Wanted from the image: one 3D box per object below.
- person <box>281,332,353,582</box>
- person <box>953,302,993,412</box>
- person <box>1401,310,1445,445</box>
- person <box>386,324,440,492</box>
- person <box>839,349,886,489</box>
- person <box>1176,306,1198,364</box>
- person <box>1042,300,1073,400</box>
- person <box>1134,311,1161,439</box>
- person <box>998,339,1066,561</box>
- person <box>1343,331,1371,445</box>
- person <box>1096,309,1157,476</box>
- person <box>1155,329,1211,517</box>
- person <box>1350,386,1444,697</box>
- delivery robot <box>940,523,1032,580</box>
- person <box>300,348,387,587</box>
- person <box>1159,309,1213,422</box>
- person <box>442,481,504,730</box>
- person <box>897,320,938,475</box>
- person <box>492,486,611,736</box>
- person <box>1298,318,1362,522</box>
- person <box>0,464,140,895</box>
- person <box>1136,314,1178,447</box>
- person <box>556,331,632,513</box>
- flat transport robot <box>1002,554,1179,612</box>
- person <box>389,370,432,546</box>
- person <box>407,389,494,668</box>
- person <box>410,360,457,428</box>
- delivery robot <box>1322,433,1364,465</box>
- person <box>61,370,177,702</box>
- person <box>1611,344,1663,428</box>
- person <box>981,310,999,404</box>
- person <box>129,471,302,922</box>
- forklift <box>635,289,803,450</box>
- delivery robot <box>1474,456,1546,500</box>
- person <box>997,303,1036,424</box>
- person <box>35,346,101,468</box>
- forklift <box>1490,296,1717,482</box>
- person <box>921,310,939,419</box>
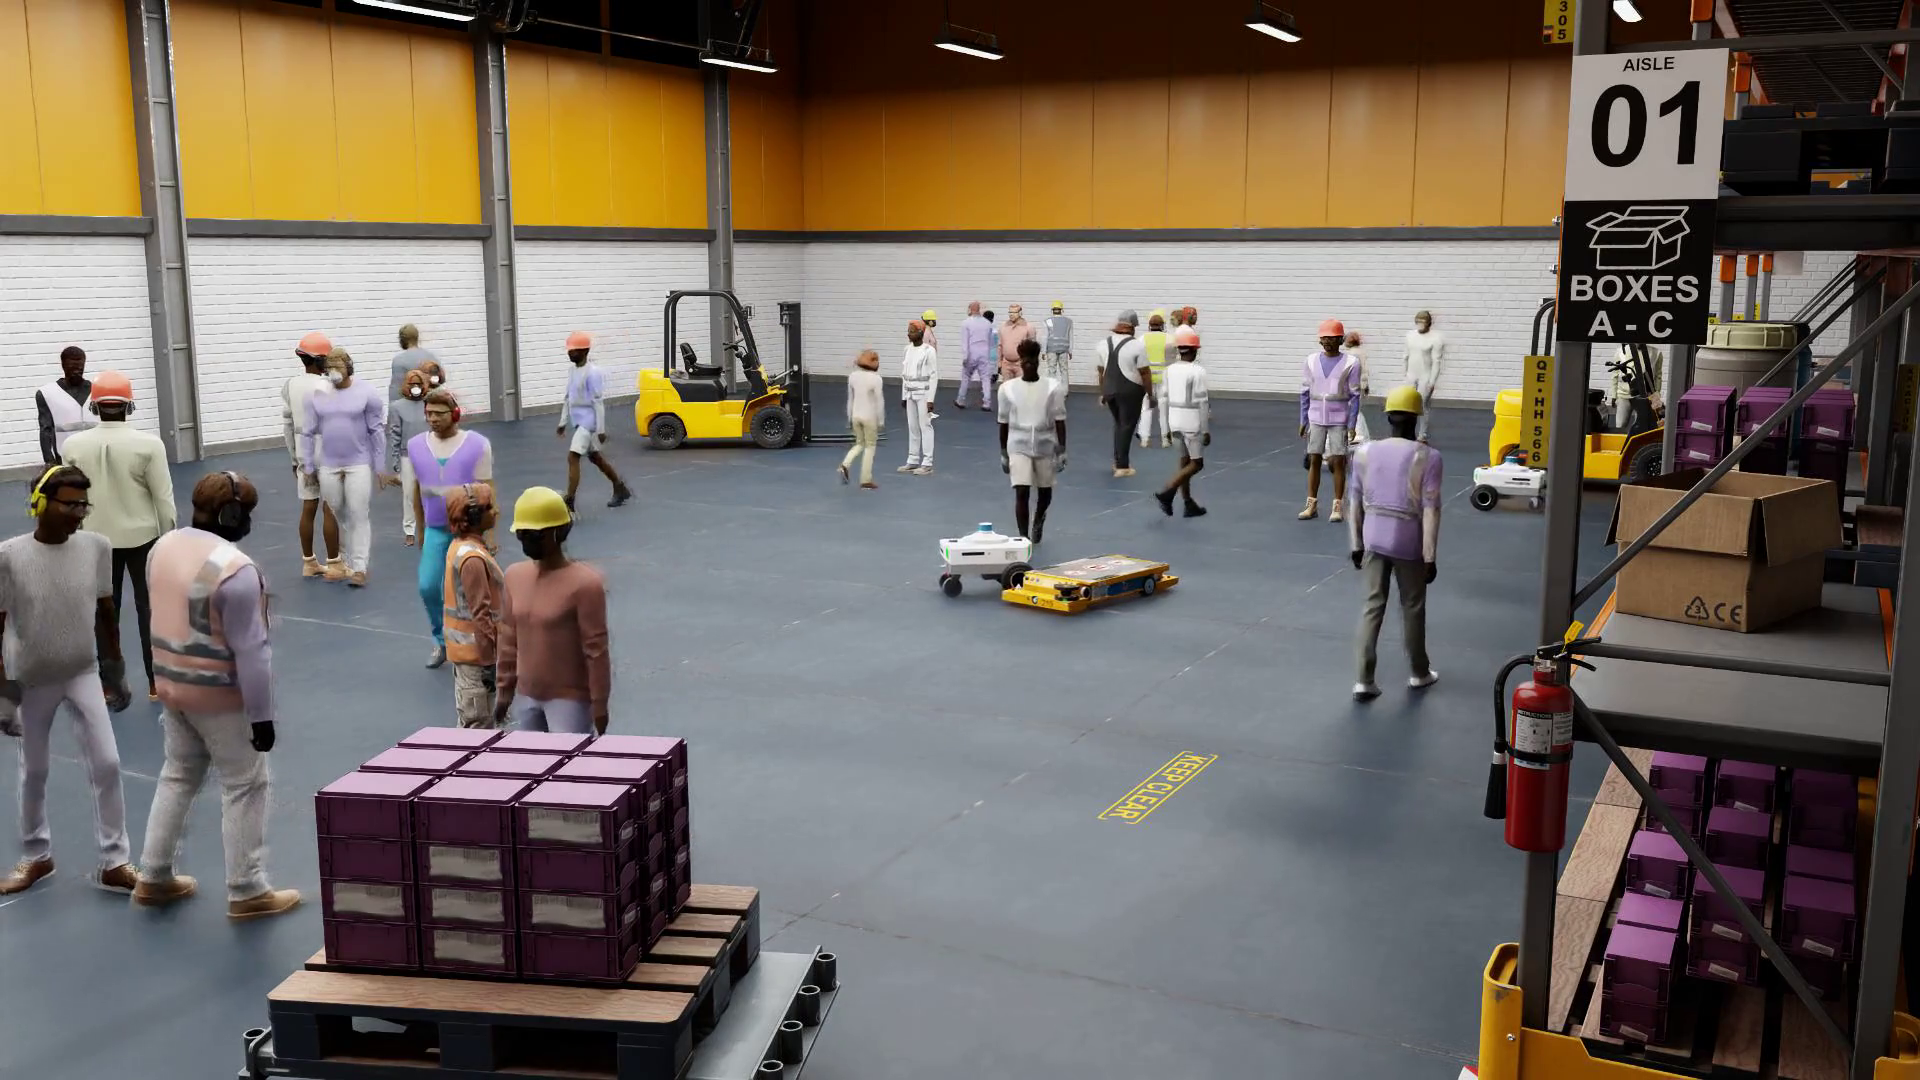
[{"bbox_3d":[-5.237,-0.678,13.648,0.615,2.042,0.376,4,11,24],"label":"person"},{"bbox_3d":[0.237,-3.134,28.420,0.642,1.845,1.020,-5,11,-29],"label":"person"},{"bbox_3d":[6.234,-2.170,22.673,0.736,1.906,0.648,-8,13,-40],"label":"person"},{"bbox_3d":[-6.112,-1.427,18.402,0.914,1.899,0.650,4,11,21],"label":"person"},{"bbox_3d":[-1.111,-1.357,18.851,0.507,1.614,0.447,8,13,40],"label":"person"},{"bbox_3d":[3.453,-2.609,25.307,0.356,1.879,0.583,-2,10,-10],"label":"person"},{"bbox_3d":[1.781,-3.476,30.482,0.597,1.821,0.403,-2,10,-12],"label":"person"},{"bbox_3d":[2.857,-2.396,24.157,0.598,1.859,1.074,5,11,27],"label":"person"},{"bbox_3d":[0.636,-0.826,14.812,0.608,1.945,0.817,0,10,-2],"label":"person"},{"bbox_3d":[5.496,-2.100,23.120,0.423,1.606,0.538,5,11,27],"label":"person"},{"bbox_3d":[2.077,-1.795,20.121,0.693,2.000,0.692,-9,13,-41],"label":"person"},{"bbox_3d":[2.247,-1.158,16.775,0.701,1.921,0.567,-8,12,-37],"label":"person"},{"bbox_3d":[2.644,0.011,10.099,0.620,1.904,0.737,8,13,38],"label":"person"},{"bbox_3d":[0.199,0.106,13.140,0.707,0.478,0.477,-1,10,-8],"label":"delivery robot"},{"bbox_3d":[-4.990,-0.566,13.402,0.652,1.916,0.778,-1,10,-4],"label":"person"},{"bbox_3d":[3.604,-2.757,26.385,0.866,1.812,0.500,-4,10,-21],"label":"person"},{"bbox_3d":[-2.231,0.547,7.711,0.308,1.644,0.510,-4,11,-24],"label":"person"},{"bbox_3d":[-0.510,-1.735,20.231,0.357,1.883,0.573,-8,13,-39],"label":"person"},{"bbox_3d":[-1.662,0.643,6.839,0.532,1.755,0.399,6,11,31],"label":"person"},{"bbox_3d":[3.688,-1.197,16.651,0.605,2.045,0.379,6,11,30],"label":"person"},{"bbox_3d":[-3.734,0.595,6.927,0.545,1.820,0.664,-10,14,-44],"label":"person"},{"bbox_3d":[2.718,-2.201,23.070,0.623,1.837,0.429,2,10,11],"label":"person"},{"bbox_3d":[-3.868,-1.240,17.359,0.986,1.897,0.550,-7,12,-35],"label":"person"},{"bbox_3d":[1.038,0.318,13.006,0.652,0.197,1.431,9,13,41],"label":"flat transport robot"},{"bbox_3d":[-4.971,-0.756,15.309,0.502,1.627,0.277,-3,10,-17],"label":"person"},{"bbox_3d":[-3.248,-0.056,10.686,0.589,1.828,0.469,1,10,4],"label":"person"},{"bbox_3d":[-5.211,-0.986,16.671,0.537,1.615,0.621,-9,13,-43],"label":"person"},{"bbox_3d":[4.656,-1.170,20.531,0.707,0.478,0.477,-7,12,-36],"label":"delivery robot"},{"bbox_3d":[-4.992,-0.015,9.939,0.622,1.995,0.374,-1,10,-5],"label":"person"},{"bbox_3d":[8.493,-1.828,20.909,0.589,1.835,0.404,4,11,24],"label":"person"},{"bbox_3d":[0.471,-3.210,29.335,0.541,1.679,0.562,5,11,28],"label":"person"},{"bbox_3d":[-3.033,0.639,6.681,0.751,1.823,0.519,6,12,33],"label":"person"},{"bbox_3d":[-3.358,-2.392,23.136,2.313,2.155,1.214,-1,10,-5],"label":"forklift"},{"bbox_3d":[5.758,-0.632,17.416,0.707,0.478,0.477,4,11,21],"label":"delivery robot"},{"bbox_3d":[0.863,-2.758,26.093,0.652,1.904,0.402,5,11,25],"label":"person"},{"bbox_3d":[-7.448,-0.680,14.046,0.394,1.911,0.590,7,12,35],"label":"person"},{"bbox_3d":[7.296,-1.677,18.993,2.313,2.155,1.214,5,11,27],"label":"forklift"},{"bbox_3d":[-0.496,-2.858,27.072,0.314,1.769,0.525,1,10,8],"label":"person"}]
